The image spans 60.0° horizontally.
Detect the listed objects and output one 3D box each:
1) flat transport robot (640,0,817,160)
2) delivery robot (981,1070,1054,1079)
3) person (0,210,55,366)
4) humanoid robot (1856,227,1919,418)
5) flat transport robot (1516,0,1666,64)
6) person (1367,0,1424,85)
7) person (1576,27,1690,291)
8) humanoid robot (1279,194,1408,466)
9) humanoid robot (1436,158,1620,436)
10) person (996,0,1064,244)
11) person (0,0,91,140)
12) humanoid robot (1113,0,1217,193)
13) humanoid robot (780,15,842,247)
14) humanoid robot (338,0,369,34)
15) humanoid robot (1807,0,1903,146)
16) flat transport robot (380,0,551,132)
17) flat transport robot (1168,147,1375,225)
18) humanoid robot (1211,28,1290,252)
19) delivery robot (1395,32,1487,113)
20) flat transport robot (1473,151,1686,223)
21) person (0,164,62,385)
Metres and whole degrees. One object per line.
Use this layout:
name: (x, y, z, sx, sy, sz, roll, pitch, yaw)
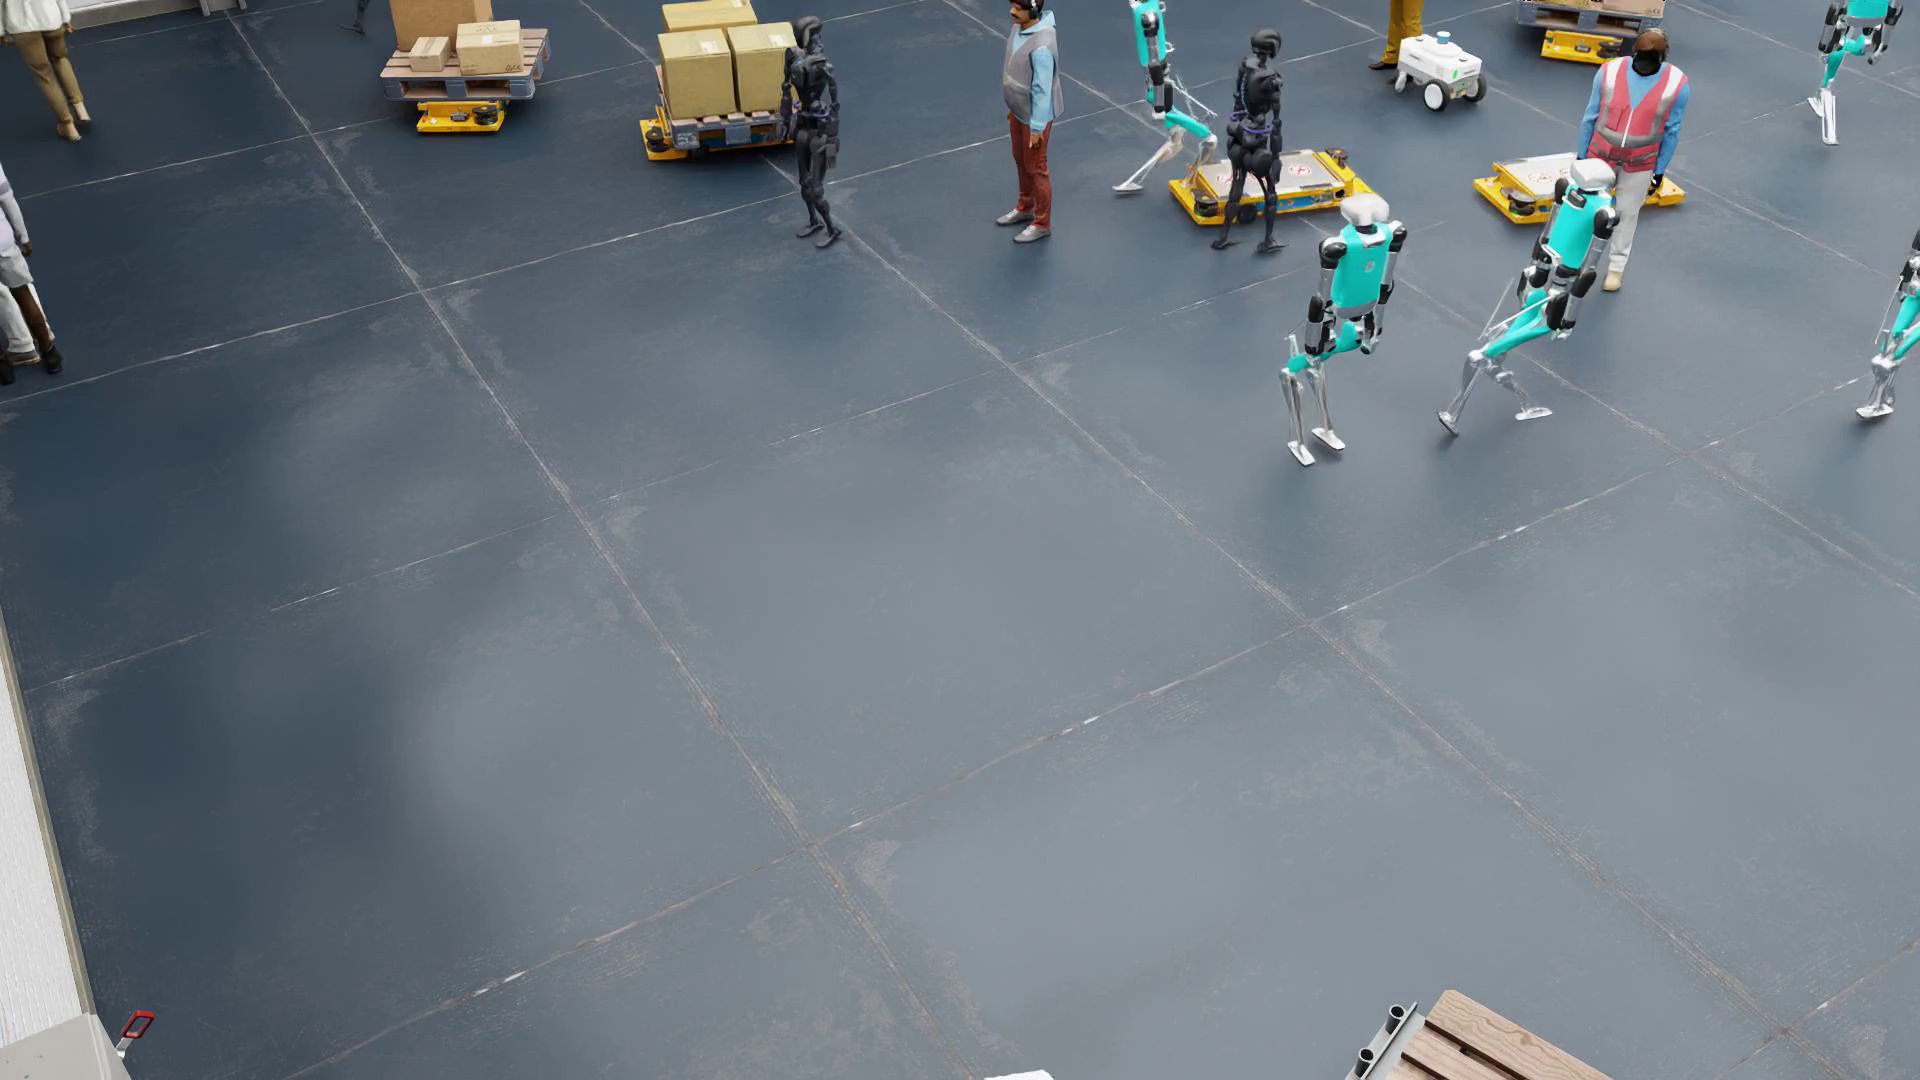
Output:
flat transport robot: (-1.861, -3.377, 13.553, 1.431, 0.231, 0.659, -9, 39, -11)
delivery robot: (0.253, 2.336, 6.095, 0.499, 0.571, 0.756, -6, 39, -8)
person: (-6.215, -1.987, 10.506, 0.344, 1.878, 0.576, -3, 38, -4)
humanoid robot: (5.723, -1.450, 9.962, 0.797, 1.798, 0.544, -15, 41, -18)
flat transport robot: (5.737, -4.724, 15.253, 0.659, 0.231, 1.431, 13, 40, 15)
person: (3.795, -4.758, 14.099, 0.338, 1.753, 0.535, -10, 39, -12)
person: (4.501, -2.592, 11.306, 0.626, 1.834, 0.430, 18, 42, 21)
humanoid robot: (2.130, -1.283, 9.688, 0.540, 1.744, 0.695, -16, 41, -19)
humanoid robot: (3.248, -1.377, 9.882, 0.991, 1.768, 0.530, -10, 39, -12)
person: (0.512, -3.036, 11.838, 0.418, 1.872, 0.527, -12, 40, -15)
person: (-7.350, -4.052, 13.207, 0.476, 1.739, 0.552, 32, 48, 33)
humanoid robot: (1.627, -3.310, 12.291, 0.913, 1.743, 0.556, -1, 38, -2)
humanoid robot: (-1.061, -2.925, 11.842, 0.590, 1.648, 0.336, 31, 48, 33)
humanoid robot: (-5.398, -5.431, 15.053, 0.817, 1.614, 0.611, -24, 44, -27)
humanoid robot: (7.046, -4.036, 13.233, 0.555, 1.728, 1.094, 4, 39, 5)
flat transport robot: (-4.135, -3.843, 14.141, 0.659, 0.231, 1.431, -1, 38, -1)
flat transport robot: (2.379, -2.699, 12.697, 1.431, 0.231, 0.659, -9, 39, -11)
humanoid robot: (2.092, -2.809, 11.718, 0.542, 1.657, 0.600, -15, 41, -18)
delivery robot: (4.070, -3.981, 14.100, 0.516, 0.612, 0.784, -21, 43, -24)
flat transport robot: (4.737, -2.715, 12.718, 1.431, 0.231, 0.659, -9, 39, -12)
person: (-6.089, -1.871, 10.326, 0.551, 1.926, 0.392, -17, 42, -21)
